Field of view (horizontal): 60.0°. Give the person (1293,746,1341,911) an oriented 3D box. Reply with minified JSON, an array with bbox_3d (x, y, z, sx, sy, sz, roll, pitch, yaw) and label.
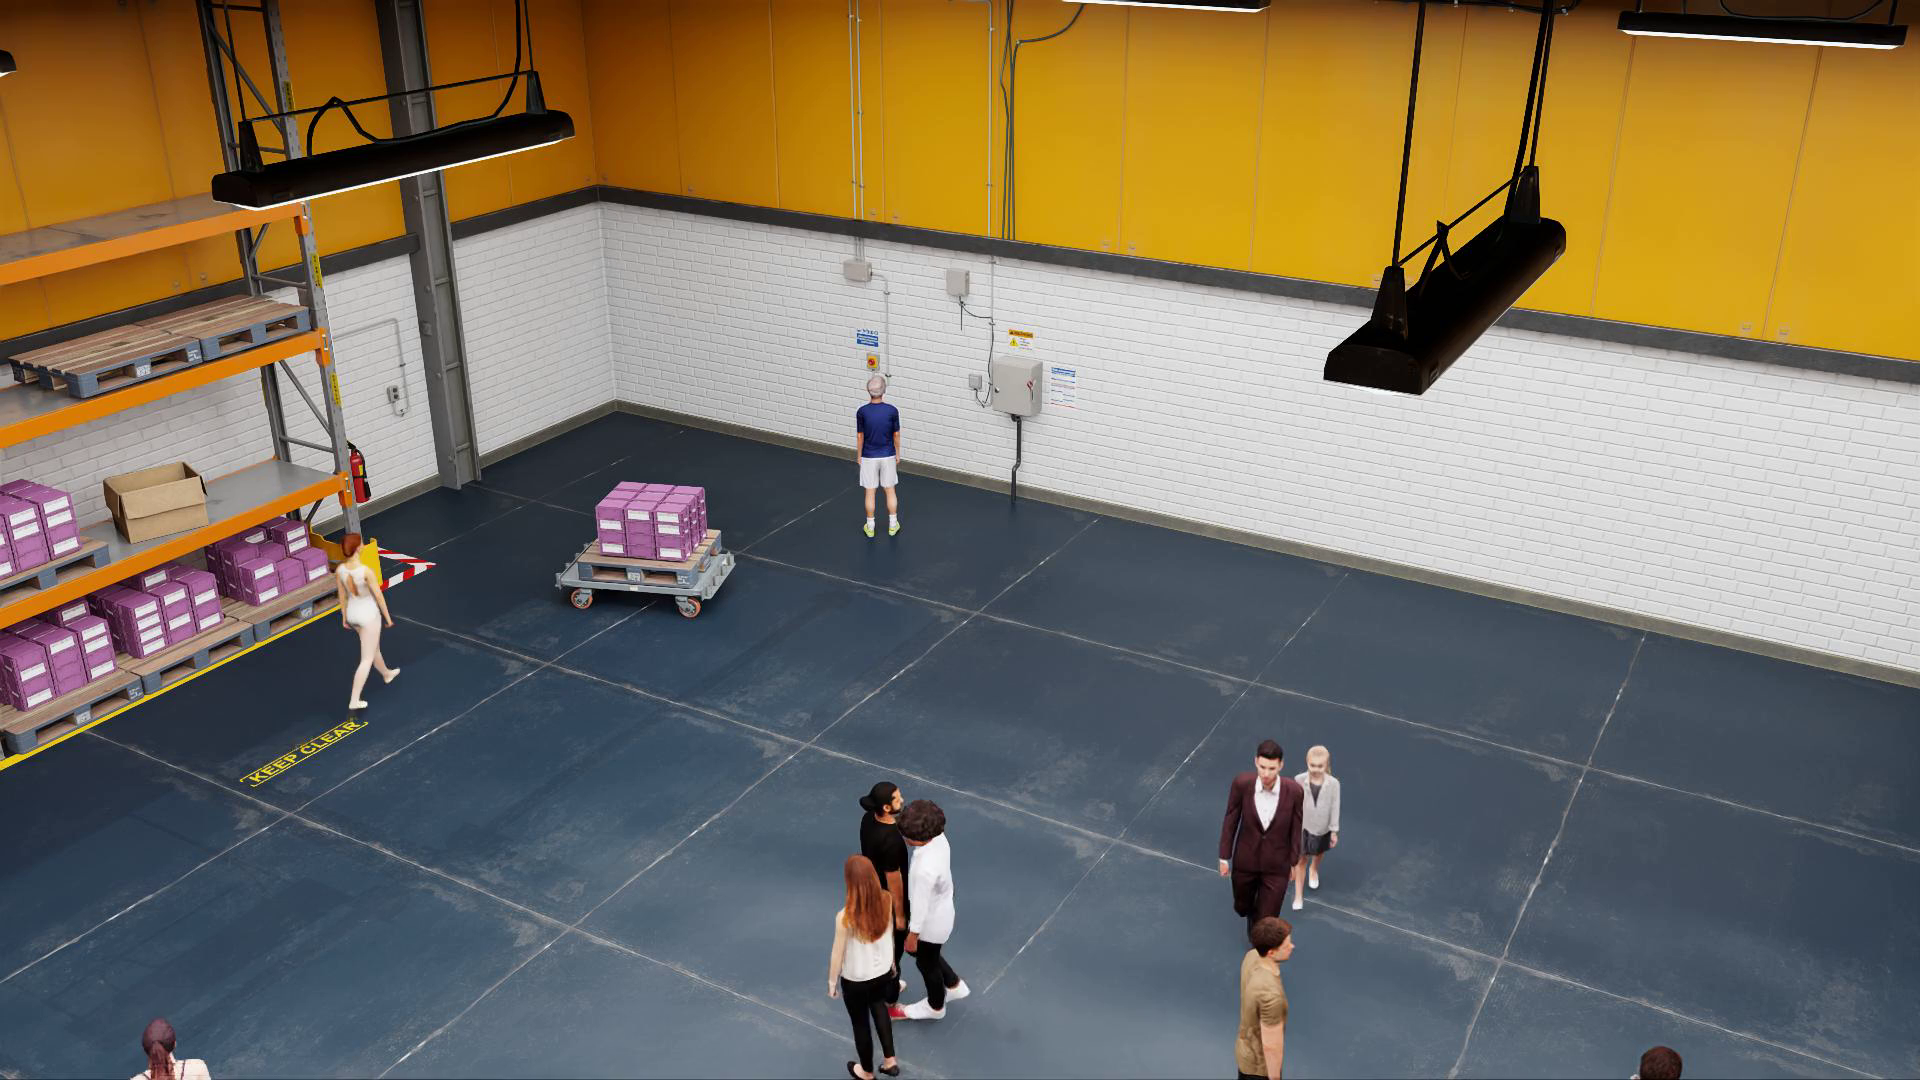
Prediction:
[{"bbox_3d":[2.621,2.064,12.266,0.667,1.245,0.910,5,24,12],"label":"person"}]

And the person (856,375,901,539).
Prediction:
[{"bbox_3d":[-0.906,-0.931,18.378,0.711,1.836,0.742,-3,24,-8],"label":"person"}]

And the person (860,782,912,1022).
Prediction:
[{"bbox_3d":[-0.486,2.356,10.957,0.760,1.758,0.727,-10,25,-21],"label":"person"}]

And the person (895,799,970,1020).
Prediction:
[{"bbox_3d":[-0.122,2.426,10.758,0.886,1.788,0.794,4,24,8],"label":"person"}]

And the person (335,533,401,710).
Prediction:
[{"bbox_3d":[-5.357,0.749,14.824,0.735,1.604,1.117,7,25,16],"label":"person"}]

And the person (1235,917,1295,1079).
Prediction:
[{"bbox_3d":[1.704,2.939,9.508,0.811,1.851,0.698,-1,24,-2],"label":"person"}]

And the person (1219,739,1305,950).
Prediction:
[{"bbox_3d":[2.052,2.153,11.321,0.891,1.837,1.236,6,24,14],"label":"person"}]

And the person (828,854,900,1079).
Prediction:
[{"bbox_3d":[-0.526,2.696,10.233,0.681,1.714,0.775,-17,29,-34],"label":"person"}]

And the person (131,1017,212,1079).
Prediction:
[{"bbox_3d":[-4.203,3.309,8.976,0.678,1.598,0.755,-12,26,-25],"label":"person"}]
